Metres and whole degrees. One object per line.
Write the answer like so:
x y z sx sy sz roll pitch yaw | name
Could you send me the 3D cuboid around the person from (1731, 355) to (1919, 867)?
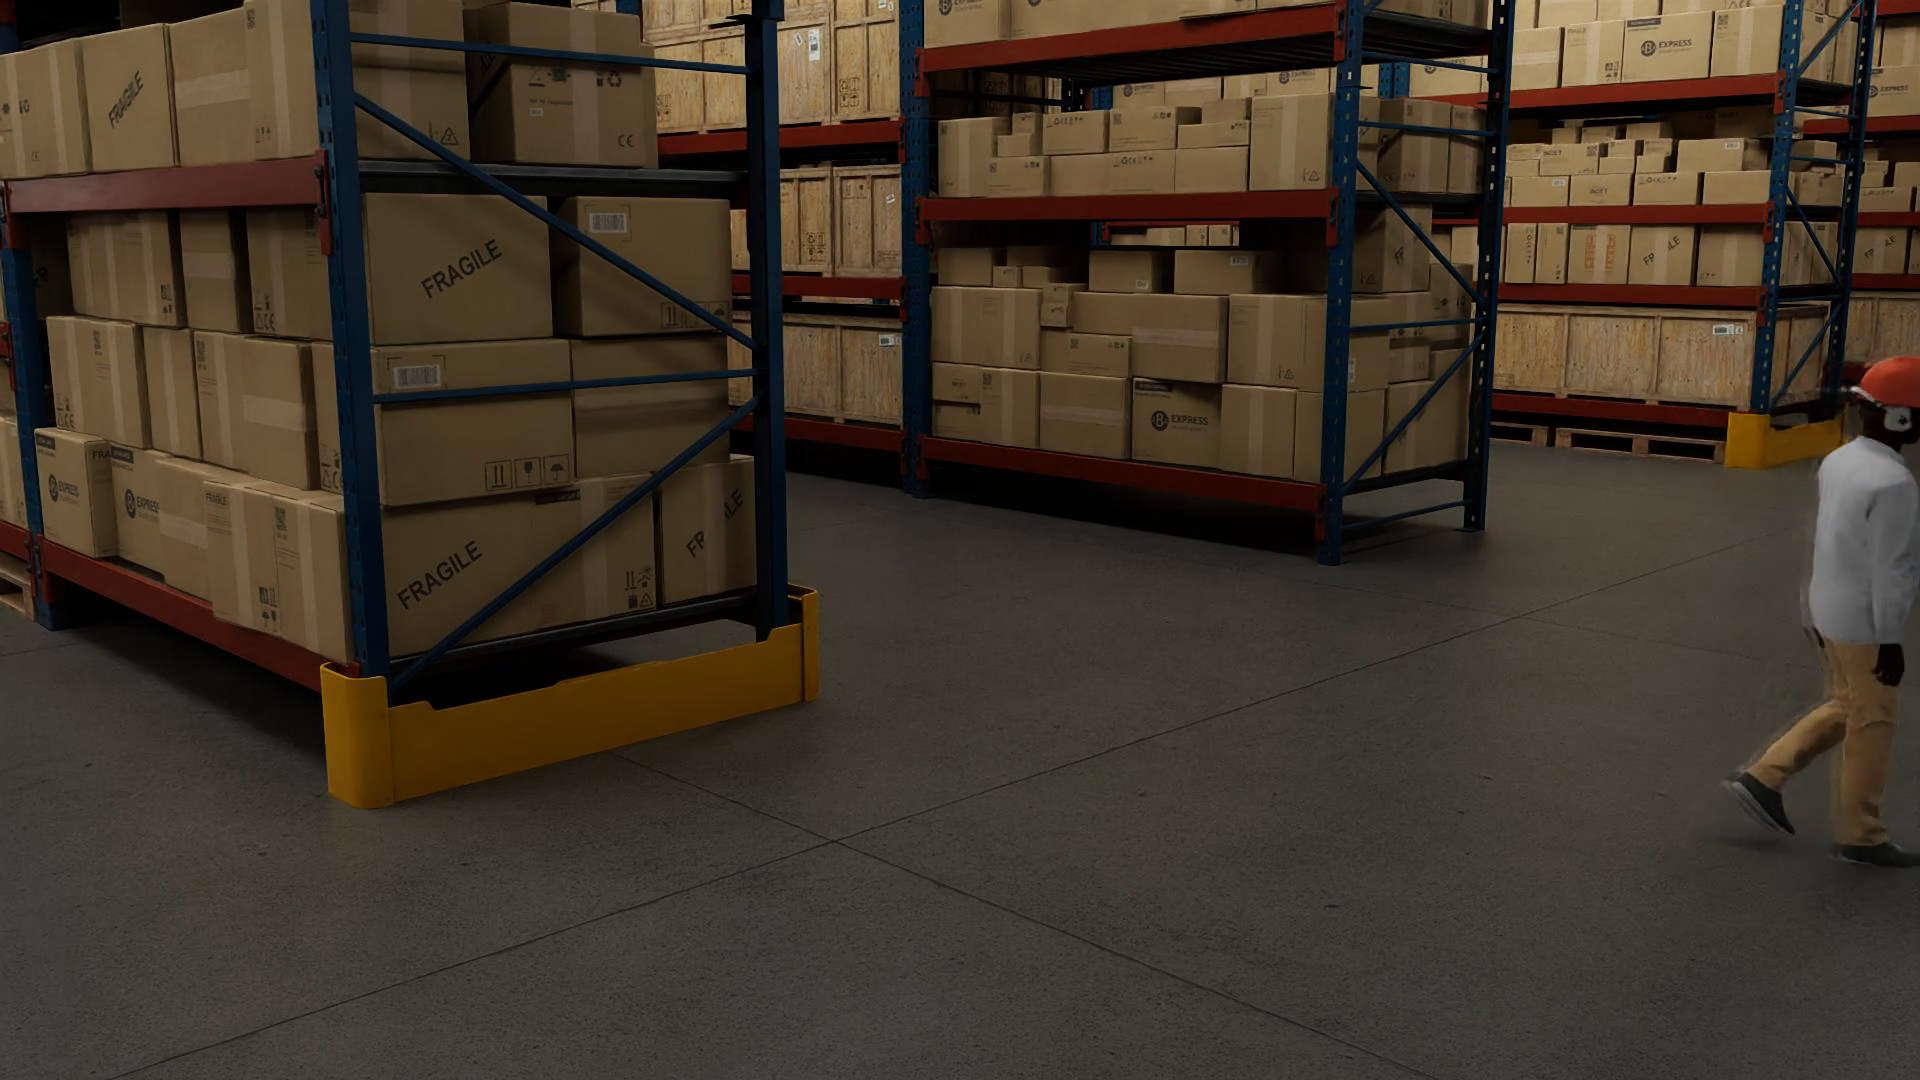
3.007 0.246 5.624 0.523 1.742 0.580 2 11 12 | person
